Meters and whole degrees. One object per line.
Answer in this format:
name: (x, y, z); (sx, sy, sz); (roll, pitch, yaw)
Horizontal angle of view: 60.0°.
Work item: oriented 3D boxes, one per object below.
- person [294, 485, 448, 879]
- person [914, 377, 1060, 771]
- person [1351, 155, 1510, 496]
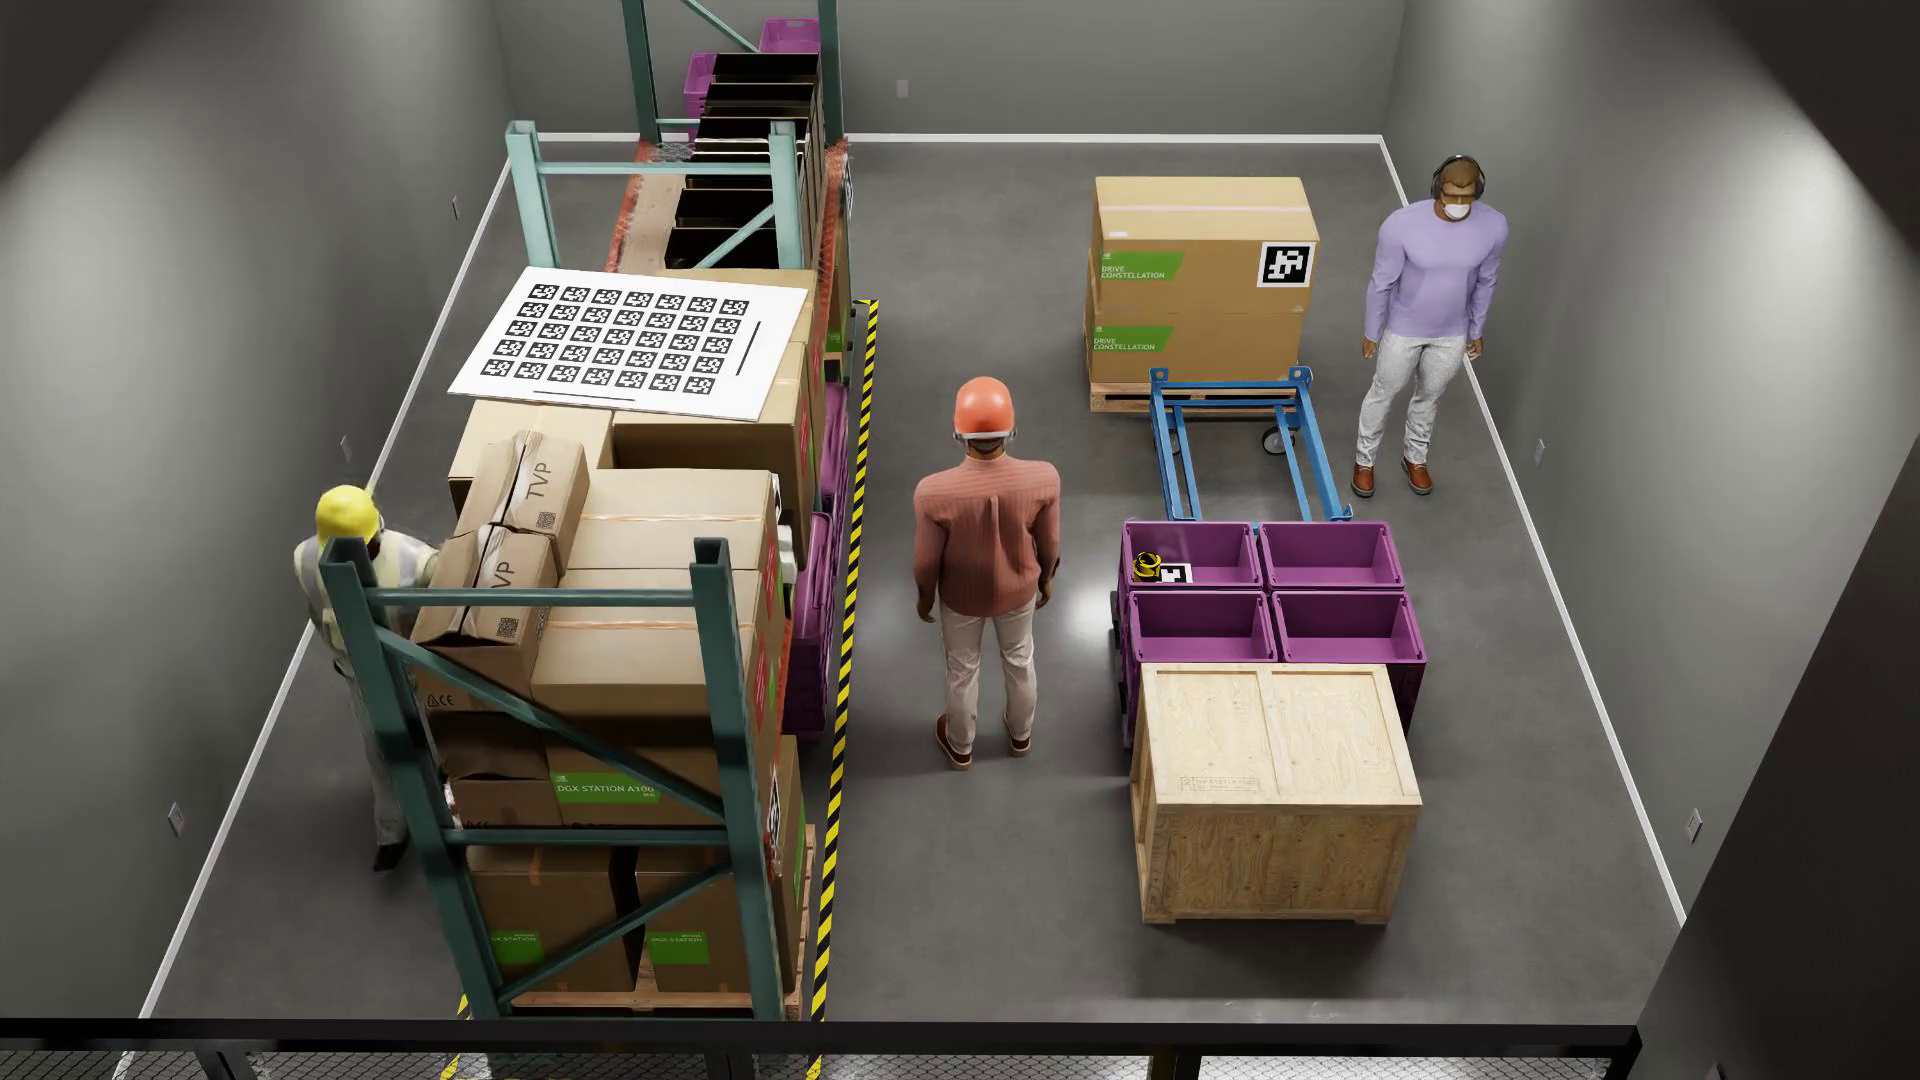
person: (-2.263, 0.530, 6.614); (0.612, 1.788, 0.932); (-1, 41, -2)
person: (0.106, 0.174, 6.874); (0.608, 1.993, 0.379); (-9, 42, -10)
person: (2.323, -1.055, 8.316); (0.636, 1.938, 0.355); (-1, 41, -2)
